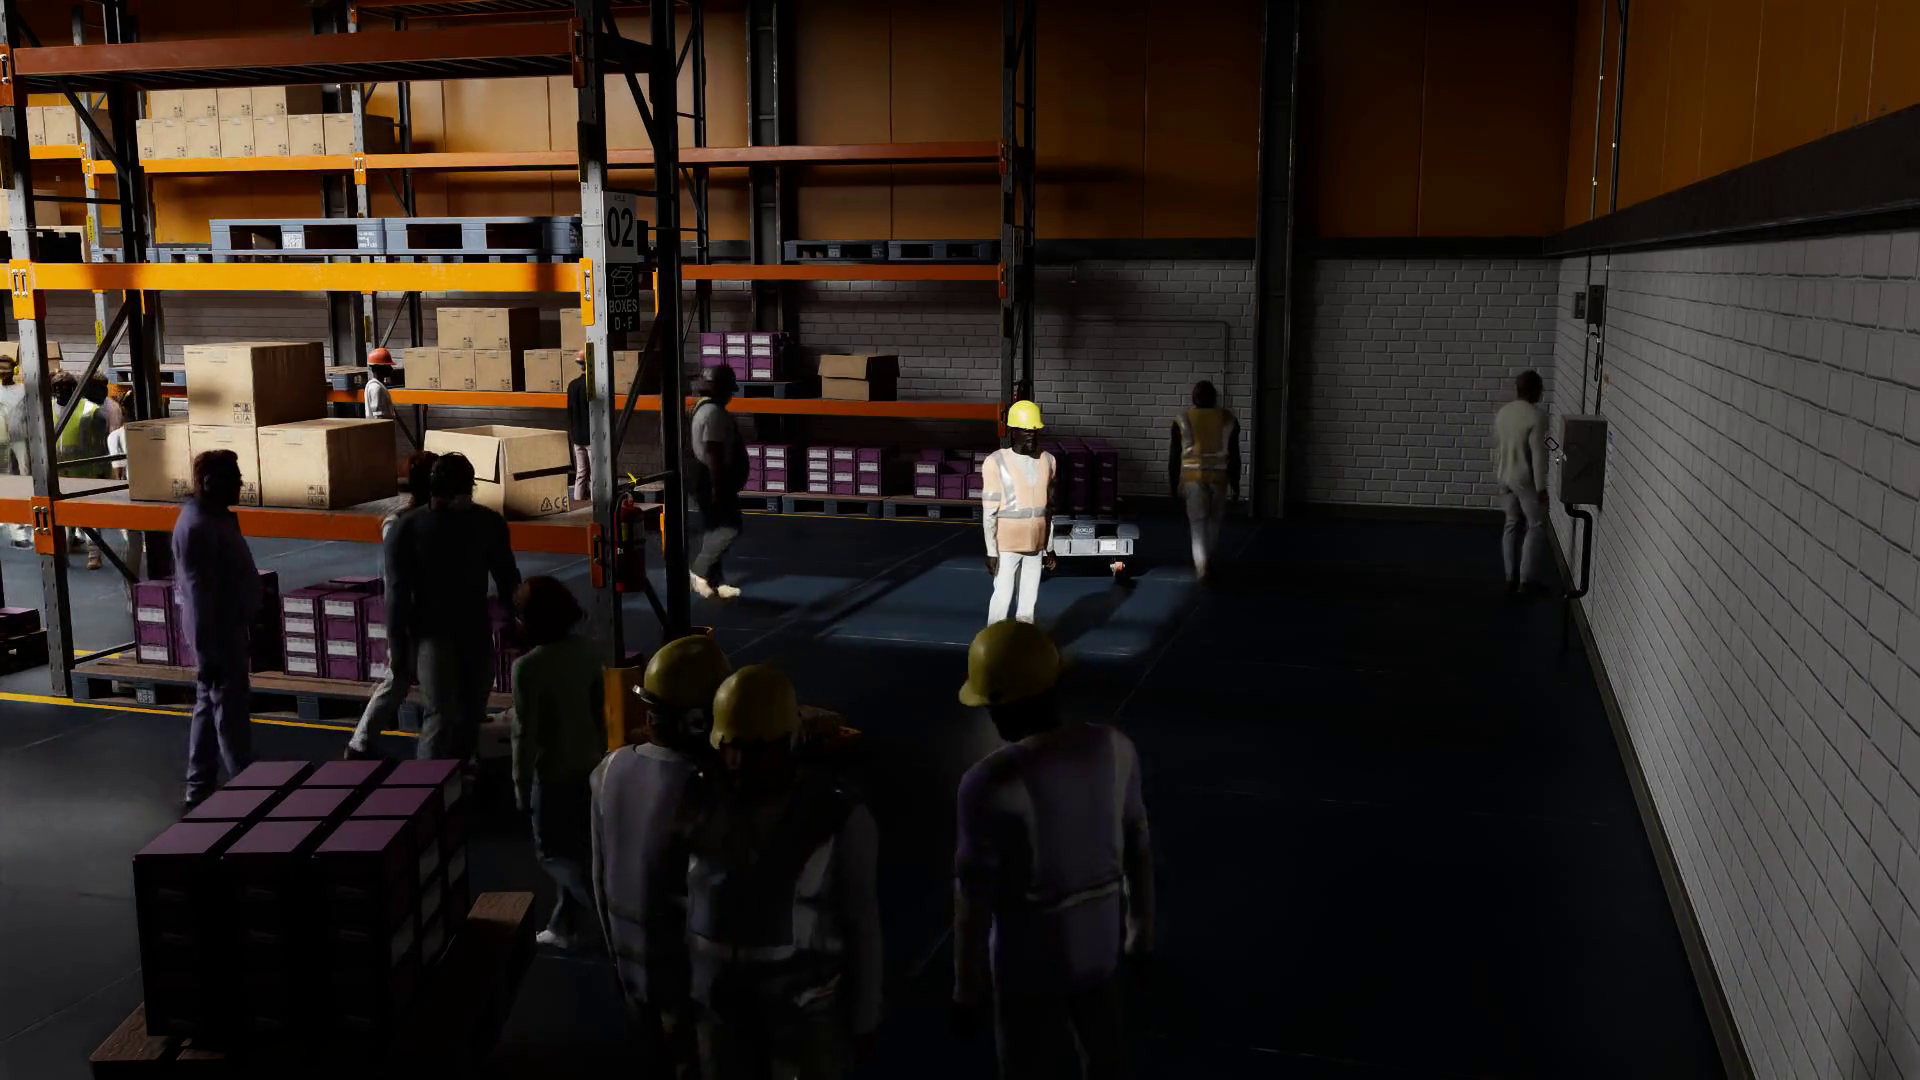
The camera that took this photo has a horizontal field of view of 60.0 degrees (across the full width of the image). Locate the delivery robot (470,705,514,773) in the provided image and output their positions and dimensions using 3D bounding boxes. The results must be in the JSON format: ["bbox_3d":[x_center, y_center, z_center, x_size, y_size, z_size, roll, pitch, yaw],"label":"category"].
[{"bbox_3d":[-2.260,1.038,8.881,0.707,0.478,0.477,-3,10,-19],"label":"delivery robot"}]

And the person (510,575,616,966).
[{"bbox_3d":[-1.534,0.930,6.623,0.646,1.611,0.520,5,10,27],"label":"person"}]

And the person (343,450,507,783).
[{"bbox_3d":[-2.989,0.422,9.064,0.934,1.844,0.607,3,10,19],"label":"person"}]

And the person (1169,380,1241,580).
[{"bbox_3d":[2.231,-0.548,15.104,0.629,1.798,0.938,0,9,-1],"label":"person"}]

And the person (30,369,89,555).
[{"bbox_3d":[-8.717,-0.739,16.113,0.449,1.833,0.532,-5,10,-27],"label":"person"}]

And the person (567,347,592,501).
[{"bbox_3d":[-3.880,-1.052,17.551,0.640,1.991,0.392,7,12,38],"label":"person"}]

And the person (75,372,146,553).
[{"bbox_3d":[-8.477,-0.757,16.373,0.901,1.802,0.634,4,10,21],"label":"person"}]

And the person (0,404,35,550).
[{"bbox_3d":[-9.682,-0.782,16.522,0.902,1.791,0.606,4,10,26],"label":"person"}]

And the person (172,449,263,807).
[{"bbox_3d":[-3.779,0.473,8.571,0.488,1.904,0.679,-3,10,-20],"label":"person"}]

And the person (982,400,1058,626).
[{"bbox_3d":[0.417,0.020,11.199,0.589,1.928,0.384,-6,11,-33],"label":"person"}]

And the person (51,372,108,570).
[{"bbox_3d":[-8.250,-0.633,15.442,0.621,1.845,0.429,-2,9,-10],"label":"person"}]

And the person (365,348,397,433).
[{"bbox_3d":[-6.252,-1.108,18.046,0.361,1.938,0.545,-4,10,-22],"label":"person"}]

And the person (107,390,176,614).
[{"bbox_3d":[-6.457,-0.276,13.243,0.706,1.841,0.535,4,10,23],"label":"person"}]

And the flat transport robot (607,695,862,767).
[{"bbox_3d":[-1.299,1.136,9.435,0.652,0.197,1.431,9,13,43],"label":"flat transport robot"}]

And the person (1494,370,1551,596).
[{"bbox_3d":[4.845,-0.491,14.302,0.442,1.929,0.667,-3,10,-19],"label":"person"}]

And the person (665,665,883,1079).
[{"bbox_3d":[-0.487,1.193,4.405,0.585,1.813,0.521,3,10,17],"label":"person"}]

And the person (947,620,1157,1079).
[{"bbox_3d":[0.297,1.134,4.561,0.736,1.887,0.370,-6,11,-33],"label":"person"}]

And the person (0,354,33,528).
[{"bbox_3d":[-10.253,-1.066,17.982,0.513,1.876,0.328,-2,9,-10],"label":"person"}]

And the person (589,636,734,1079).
[{"bbox_3d":[-0.737,1.163,4.531,0.597,1.828,0.403,8,12,41],"label":"person"}]

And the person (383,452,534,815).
[{"bbox_3d":[-2.566,0.504,8.366,0.654,1.914,0.659,-9,13,-43],"label":"person"}]

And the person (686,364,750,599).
[{"bbox_3d":[-2.064,-0.511,14.090,0.564,2.000,0.758,-4,10,-21],"label":"person"}]
